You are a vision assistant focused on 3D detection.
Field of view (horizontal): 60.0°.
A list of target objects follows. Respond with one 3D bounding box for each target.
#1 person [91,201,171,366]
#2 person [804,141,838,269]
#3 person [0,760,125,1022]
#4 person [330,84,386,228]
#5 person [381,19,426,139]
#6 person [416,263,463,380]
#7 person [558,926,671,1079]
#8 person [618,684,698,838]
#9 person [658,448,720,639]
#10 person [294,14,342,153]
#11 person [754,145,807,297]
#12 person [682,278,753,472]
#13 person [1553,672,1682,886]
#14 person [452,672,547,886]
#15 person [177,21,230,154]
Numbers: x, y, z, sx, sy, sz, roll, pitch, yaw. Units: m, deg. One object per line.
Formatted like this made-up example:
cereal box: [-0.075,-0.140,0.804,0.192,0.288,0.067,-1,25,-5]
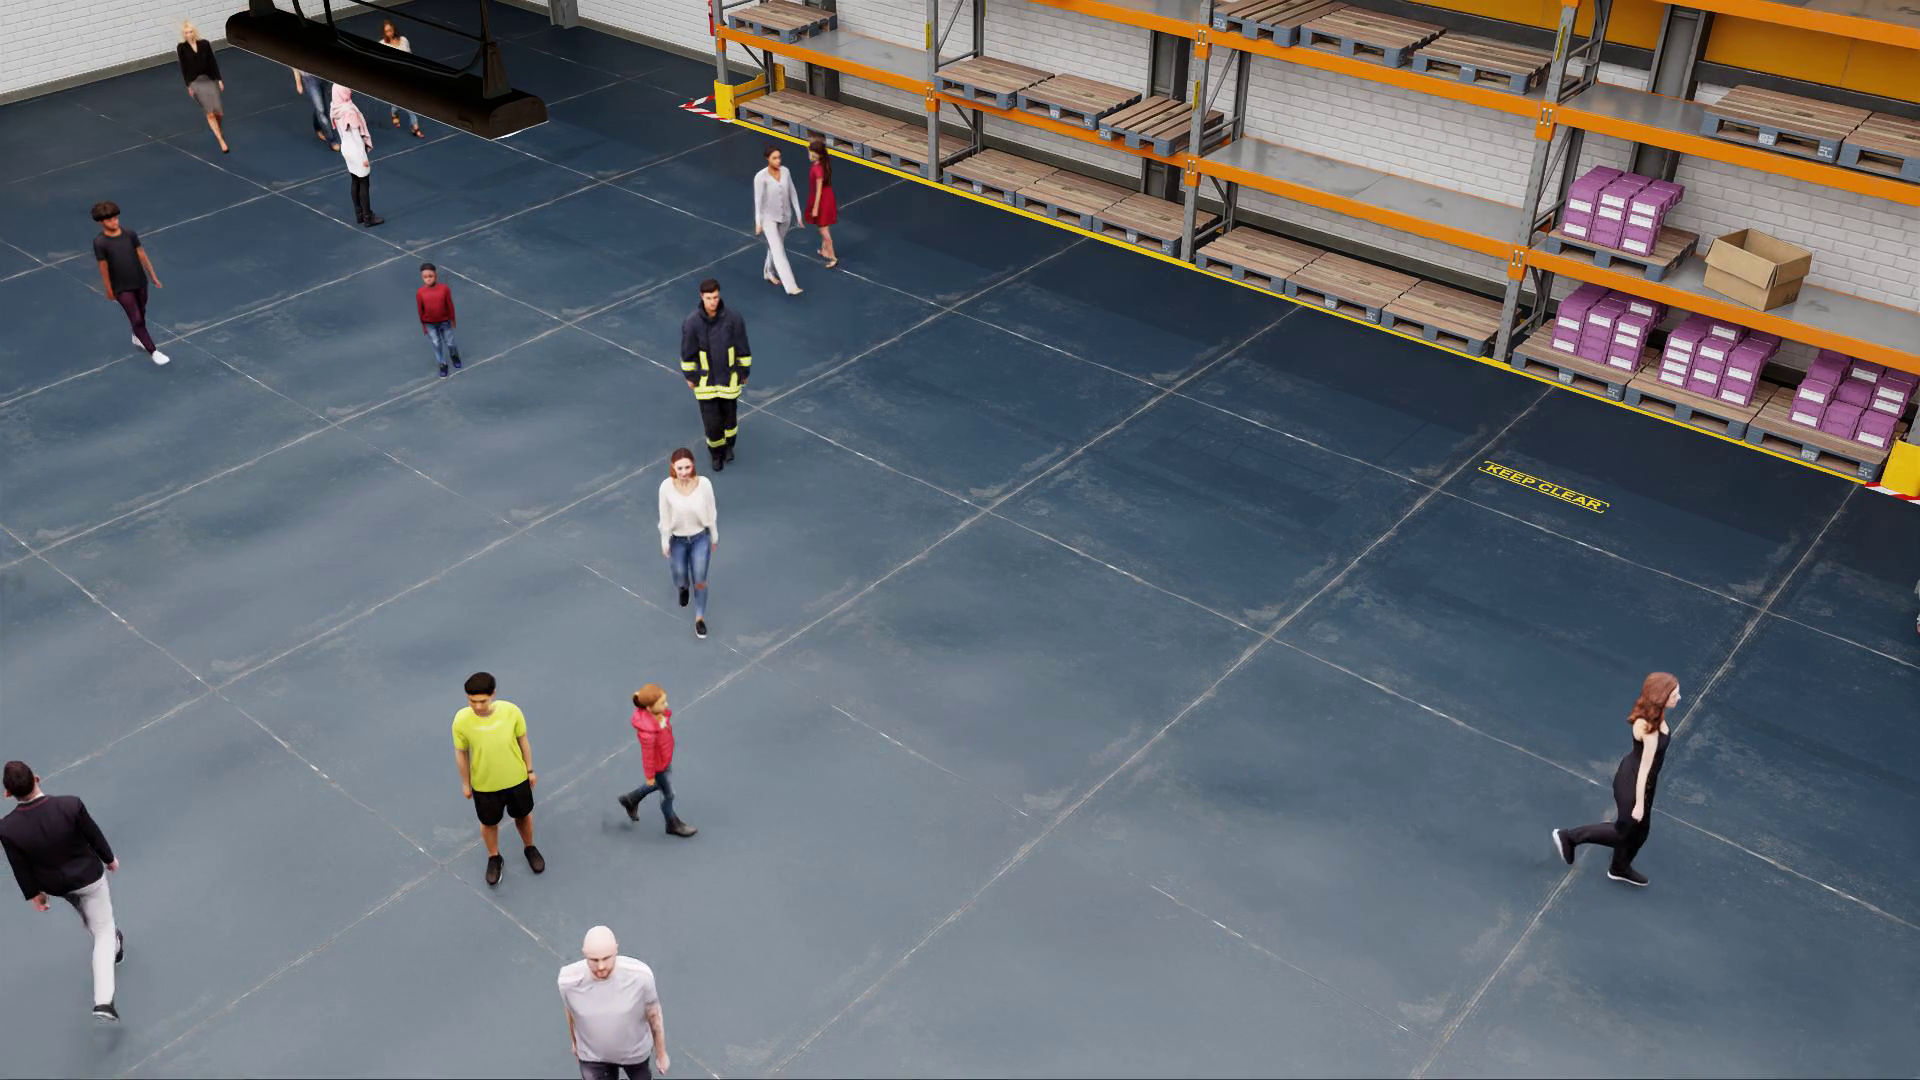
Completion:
person: [-8.735,-2.718,17.405,1.127,1.737,0.716,20,38,27]
person: [-1.618,-4.003,19.526,0.871,1.529,0.818,6,34,9]
person: [-5.368,2.127,10.055,1.075,1.804,1.272,-9,35,-13]
person: [-7.422,-4.730,20.372,0.519,1.804,0.679,27,42,34]
person: [-7.782,-6.403,23.022,0.826,1.657,0.658,25,41,33]
person: [-5.414,-2.306,17.225,0.624,1.249,0.681,-7,34,-10]
person: [-1.877,2.735,9.161,1.192,1.780,1.288,-5,34,-7]
person: [-2.136,1.521,11.423,0.871,1.300,0.738,5,34,7]
person: [-2.196,-0.027,13.406,0.857,1.682,0.933,-6,34,-9]
person: [-8.820,-6.270,22.687,1.243,1.805,0.704,28,43,35]
person: [-2.138,-3.657,18.858,0.770,1.692,1.128,-25,41,-33]
person: [-2.292,-1.619,15.591,0.966,1.915,0.991,-9,35,-14]
person: [4.360,1.573,10.949,0.963,1.736,0.738,14,36,20]
person: [-3.065,1.542,11.024,0.698,1.706,0.686,-12,35,-17]
person: [-10.214,-6.117,22.443,0.750,1.821,0.824,-19,38,-26]
